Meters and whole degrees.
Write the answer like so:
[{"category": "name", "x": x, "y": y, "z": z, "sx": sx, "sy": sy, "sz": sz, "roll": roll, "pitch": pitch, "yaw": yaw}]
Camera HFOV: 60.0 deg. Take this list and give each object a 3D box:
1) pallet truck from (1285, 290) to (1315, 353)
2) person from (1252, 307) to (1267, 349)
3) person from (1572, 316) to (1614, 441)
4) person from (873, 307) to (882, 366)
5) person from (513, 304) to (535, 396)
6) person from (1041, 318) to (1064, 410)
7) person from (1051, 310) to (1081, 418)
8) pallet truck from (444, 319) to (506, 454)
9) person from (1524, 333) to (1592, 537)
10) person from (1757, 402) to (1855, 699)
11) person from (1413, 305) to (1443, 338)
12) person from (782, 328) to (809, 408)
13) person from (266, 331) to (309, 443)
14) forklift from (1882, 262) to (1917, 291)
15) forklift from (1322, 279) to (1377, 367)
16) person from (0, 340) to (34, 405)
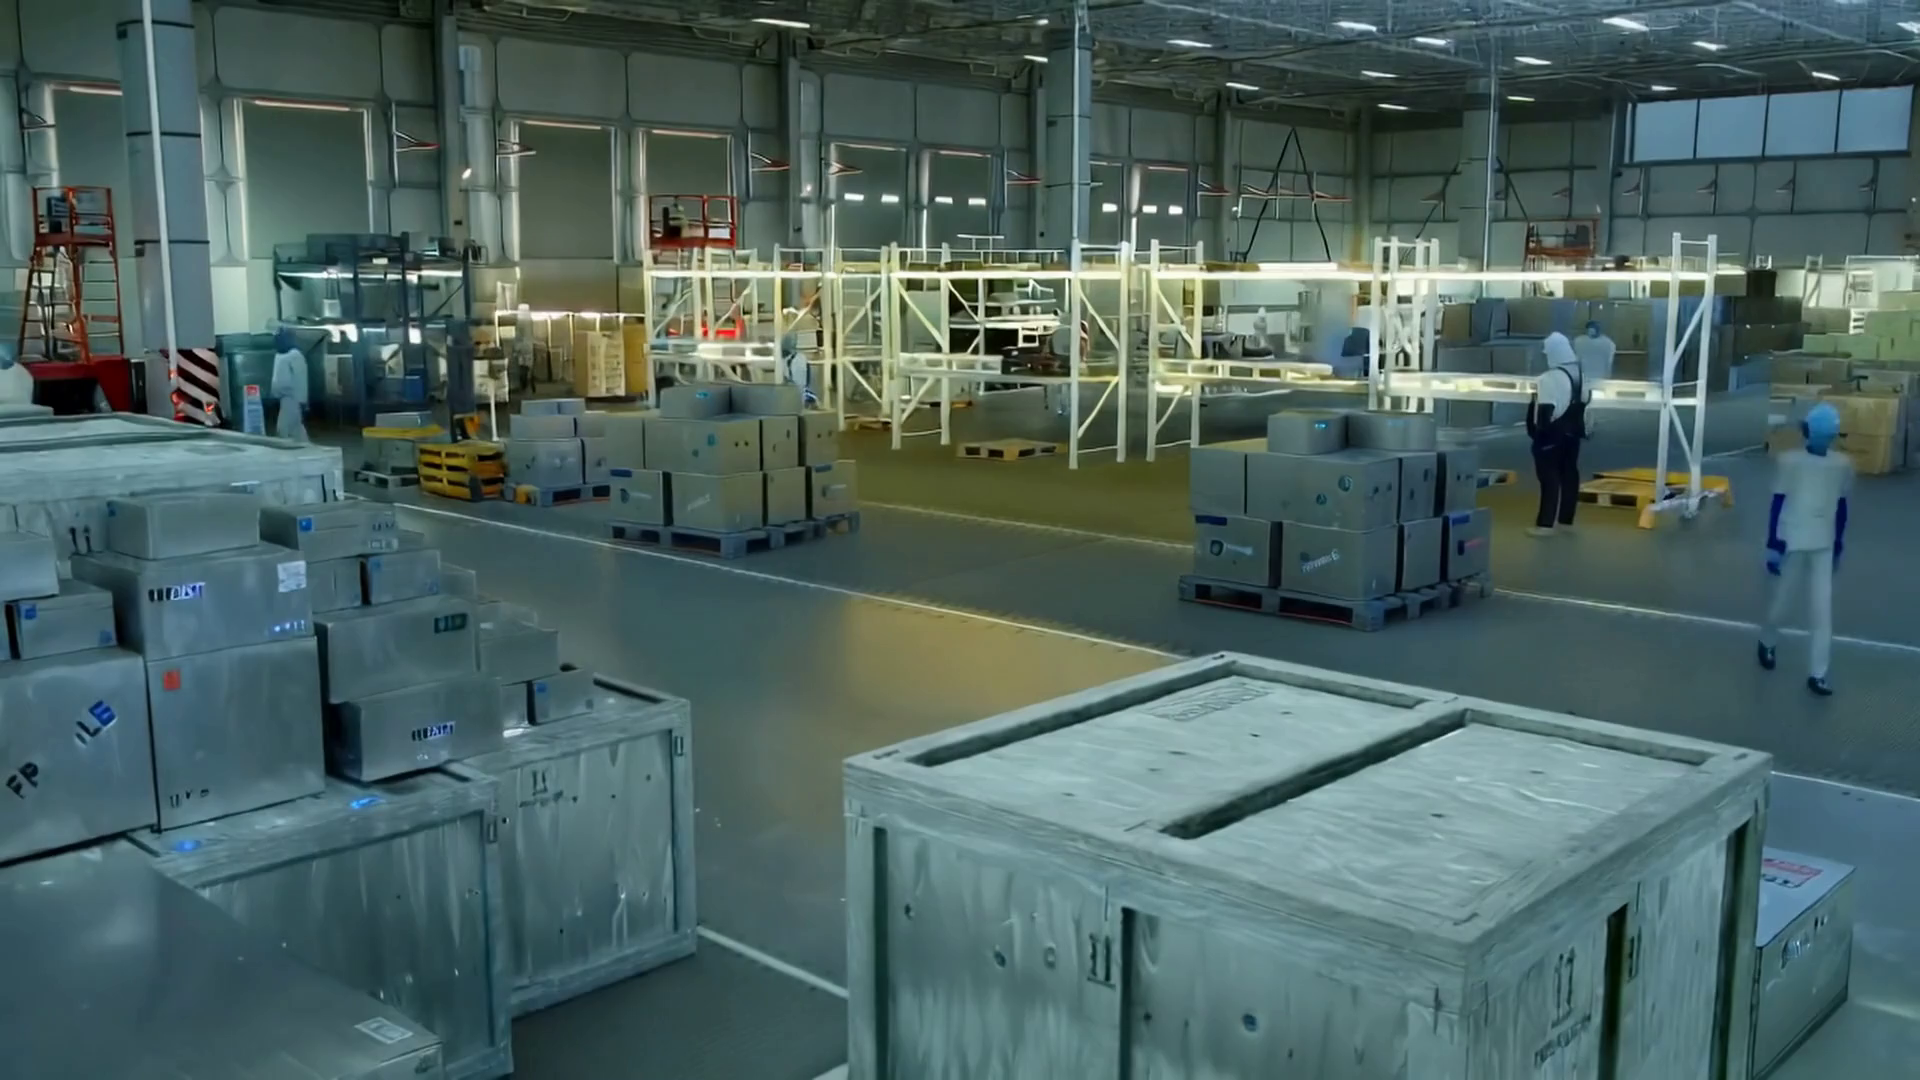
[{"category": "pallet truck", "x": 11.297, "y": -6.951, "z": 52.861, "sx": 1.885, "sy": 1.965, "sz": 0.823, "roll": -5, "pitch": 11, "yaw": -29}, {"category": "person", "x": 7.569, "y": -5.024, "z": 41.968, "sx": 0.318, "sy": 1.696, "sz": 0.532, "roll": 9, "pitch": 13, "yaw": 43}, {"category": "person", "x": 9.802, "y": -2.503, "z": 25.803, "sx": 0.519, "sy": 1.928, "sz": 0.649, "roll": -8, "pitch": 12, "yaw": -42}, {"category": "person", "x": -2.155, "y": -5.392, "z": 44.432, "sx": 0.320, "sy": 1.631, "sz": 0.526, "roll": 0, "pitch": 9, "yaw": -3}, {"category": "person", "x": -9.127, "y": -3.963, "z": 34.730, "sx": 0.364, "sy": 1.934, "sz": 0.553, "roll": 5, "pitch": 10, "yaw": 27}, {"category": "person", "x": 1.772, "y": -3.317, "z": 31.384, "sx": 0.485, "sy": 1.739, "sz": 0.320, "roll": -2, "pitch": 9, "yaw": -12}, {"category": "person", "x": 1.908, "y": -3.135, "z": 29.670, "sx": 0.591, "sy": 1.930, "sz": 0.357, "roll": 6, "pitch": 11, "yaw": 34}, {"category": "pallet truck", "x": -6.981, "y": -1.942, "z": 22.150, "sx": 1.885, "sy": 1.965, "sz": 0.823, "roll": 1, "pitch": 9, "yaw": 9}, {"category": "person", "x": 5.909, "y": -1.055, "z": 16.583, "sx": 0.676, "sy": 2.000, "sz": 0.536, "roll": -6, "pitch": 11, "yaw": -33}, {"category": "person", "x": 5.384, "y": 0.022, "z": 10.626, "sx": 0.519, "sy": 1.836, "sz": 0.906, "roll": 2, "pitch": 9, "yaw": 11}, {"category": "person", "x": 9.617, "y": -3.878, "z": 34.233, "sx": 0.625, "sy": 1.927, "sz": 0.505, "roll": 6, "pitch": 11, "yaw": 34}, {"category": "person", "x": -2.186, "y": -1.865, "z": 22.023, "sx": 0.362, "sy": 1.886, "sz": 0.576, "roll": -2, "pitch": 9, "yaw": -11}, {"category": "person", "x": -9.179, "y": -1.901, "z": 22.481, "sx": 0.845, "sy": 1.808, "sz": 0.629, "roll": -8, "pitch": 12, "yaw": -40}, {"category": "forklift", "x": 23.439, "y": -5.562, "z": 41.646, "sx": 1.129, "sy": 2.768, "sz": 1.873, "roll": -6, "pitch": 11, "yaw": -31}, {"category": "forklift", "x": 10.103, "y": -5.998, "z": 44.322, "sx": 1.873, "sy": 2.768, "sz": 1.129, "roll": -3, "pitch": 10, "yaw": -15}, {"category": "person", "x": -10.315, "y": -1.206, "z": 17.966, "sx": 0.654, "sy": 1.885, "sz": 1.000, "roll": 4, "pitch": 10, "yaw": 21}]
